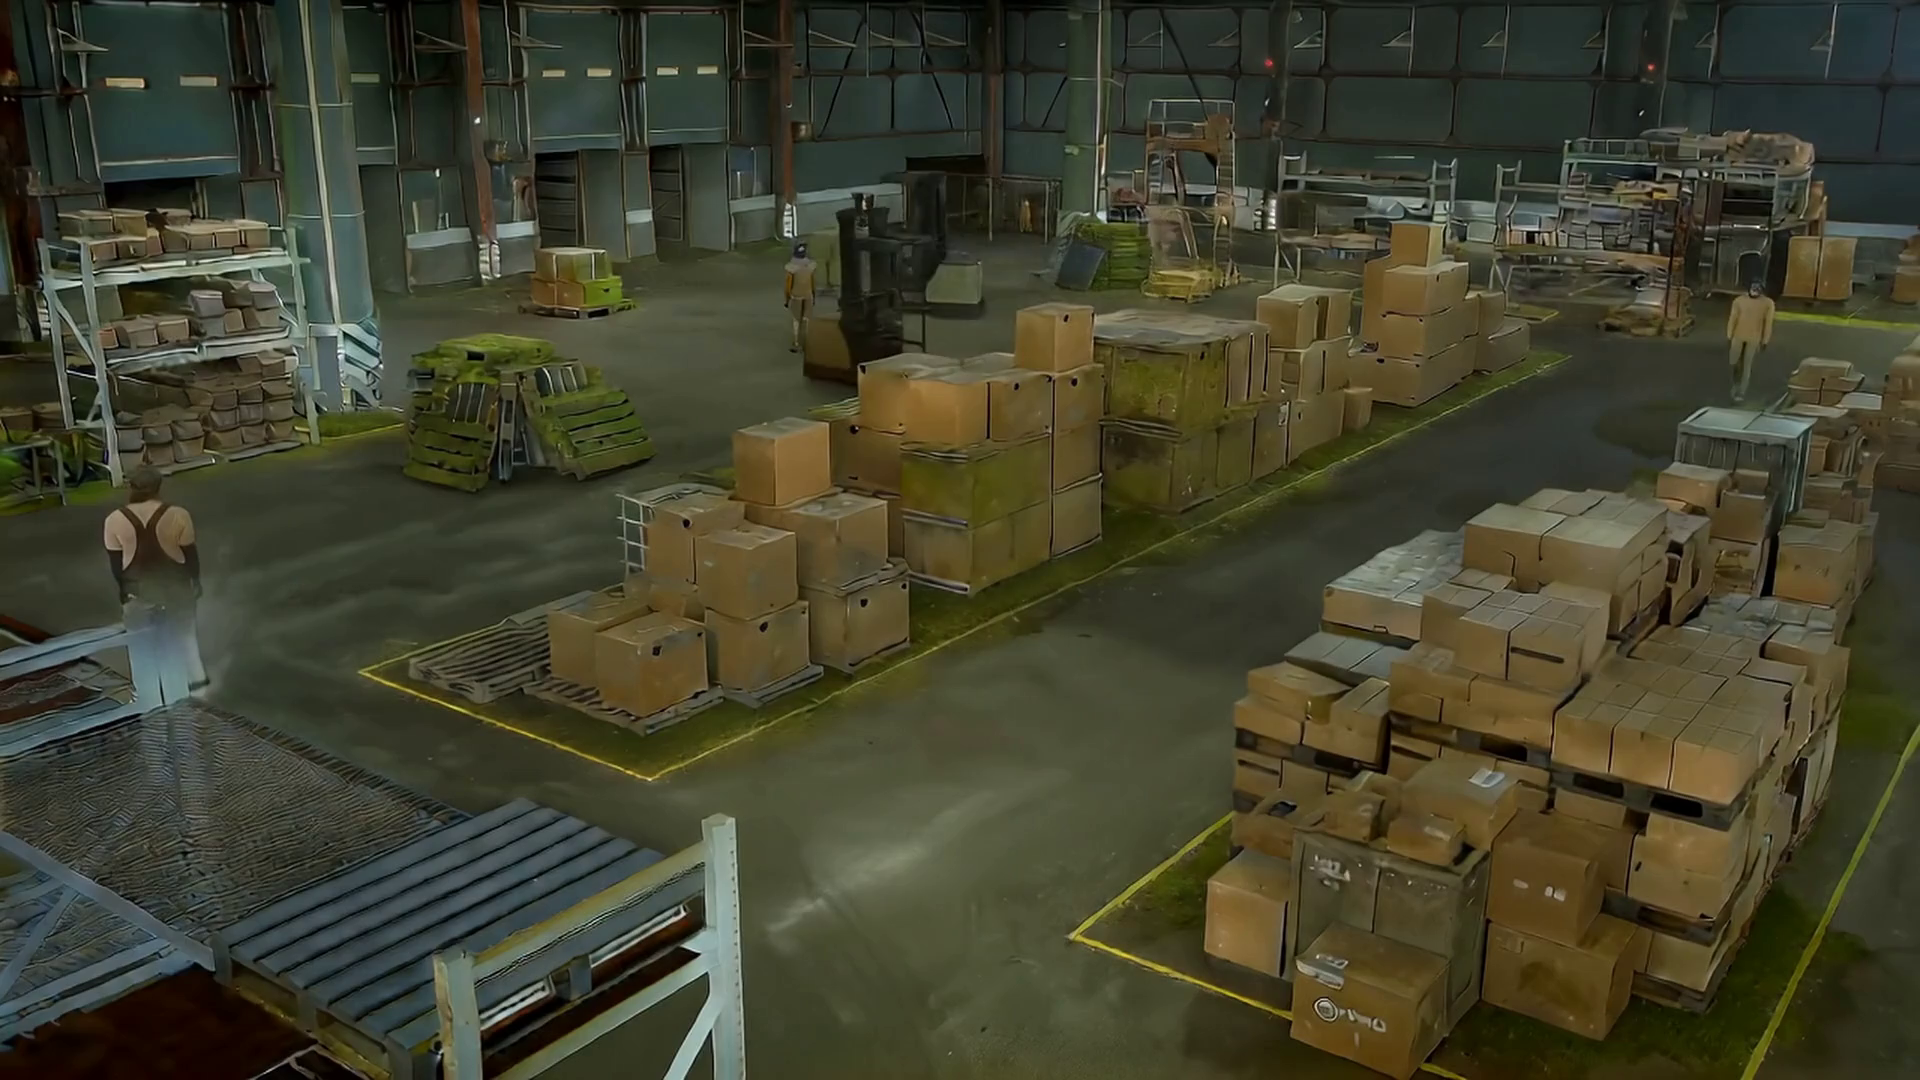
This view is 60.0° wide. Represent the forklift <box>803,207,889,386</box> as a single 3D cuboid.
[{"bbox_3d":[-1.552,-3.926,26.774,1.873,2.768,1.129,12,21,35],"label":"forklift"}]

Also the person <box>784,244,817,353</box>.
[{"bbox_3d":[-2.845,-4.308,29.665,0.636,1.931,0.377,-9,19,-28],"label":"person"}]

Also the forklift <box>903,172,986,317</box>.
[{"bbox_3d":[-0.473,-5.974,33.556,1.873,2.768,1.129,3,17,10],"label":"forklift"}]

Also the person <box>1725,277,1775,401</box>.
[{"bbox_3d":[12.198,-3.120,25.731,0.648,1.928,0.508,11,20,32],"label":"person"}]

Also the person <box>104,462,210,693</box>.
[{"bbox_3d":[-6.801,0.325,14.129,0.690,2.000,0.538,-5,17,-16],"label":"person"}]

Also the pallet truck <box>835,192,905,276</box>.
[{"bbox_3d":[-1.936,-7.159,38.982,1.885,1.965,0.823,-12,21,-34],"label":"pallet truck"}]

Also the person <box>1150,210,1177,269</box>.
[{"bbox_3d":[5.071,-7.429,40.473,0.905,1.645,0.543,1,17,3],"label":"person"}]
